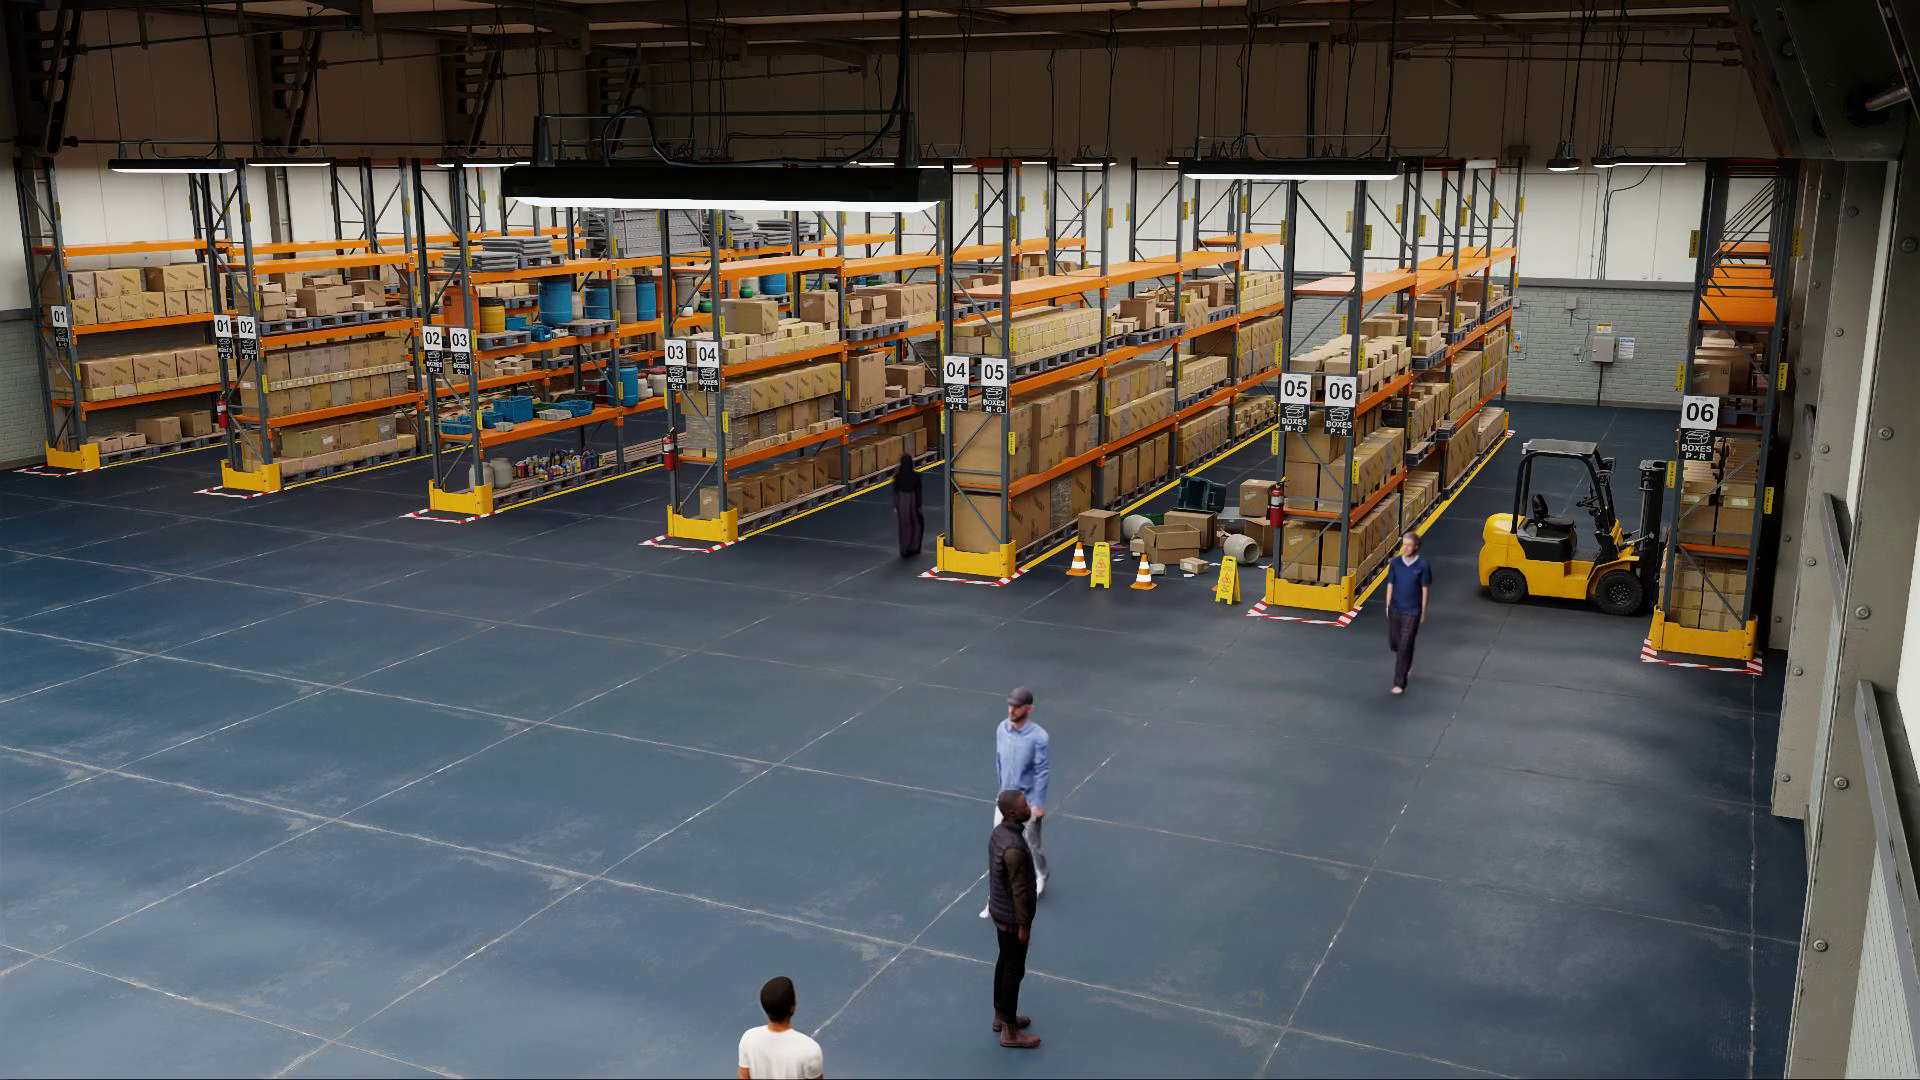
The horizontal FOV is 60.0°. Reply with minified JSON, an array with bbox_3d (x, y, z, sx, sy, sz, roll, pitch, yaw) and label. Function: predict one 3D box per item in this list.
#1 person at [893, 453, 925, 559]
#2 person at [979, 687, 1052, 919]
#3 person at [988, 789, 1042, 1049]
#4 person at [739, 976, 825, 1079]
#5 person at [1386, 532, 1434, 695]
[{"bbox_3d":[-0.812,-0.513,25.413,0.705,1.609,0.797,3,13,13],"label":"person"},{"bbox_3d":[0.541,2.104,13.586,0.760,1.846,1.165,8,15,32],"label":"person"},{"bbox_3d":[0.361,2.591,11.508,0.836,1.836,0.728,-2,13,-10],"label":"person"},{"bbox_3d":[-0.954,3.193,8.978,0.673,1.804,0.578,4,14,16],"label":"person"},{"bbox_3d":[5.166,0.813,19.156,0.770,1.850,1.056,9,16,34],"label":"person"}]
